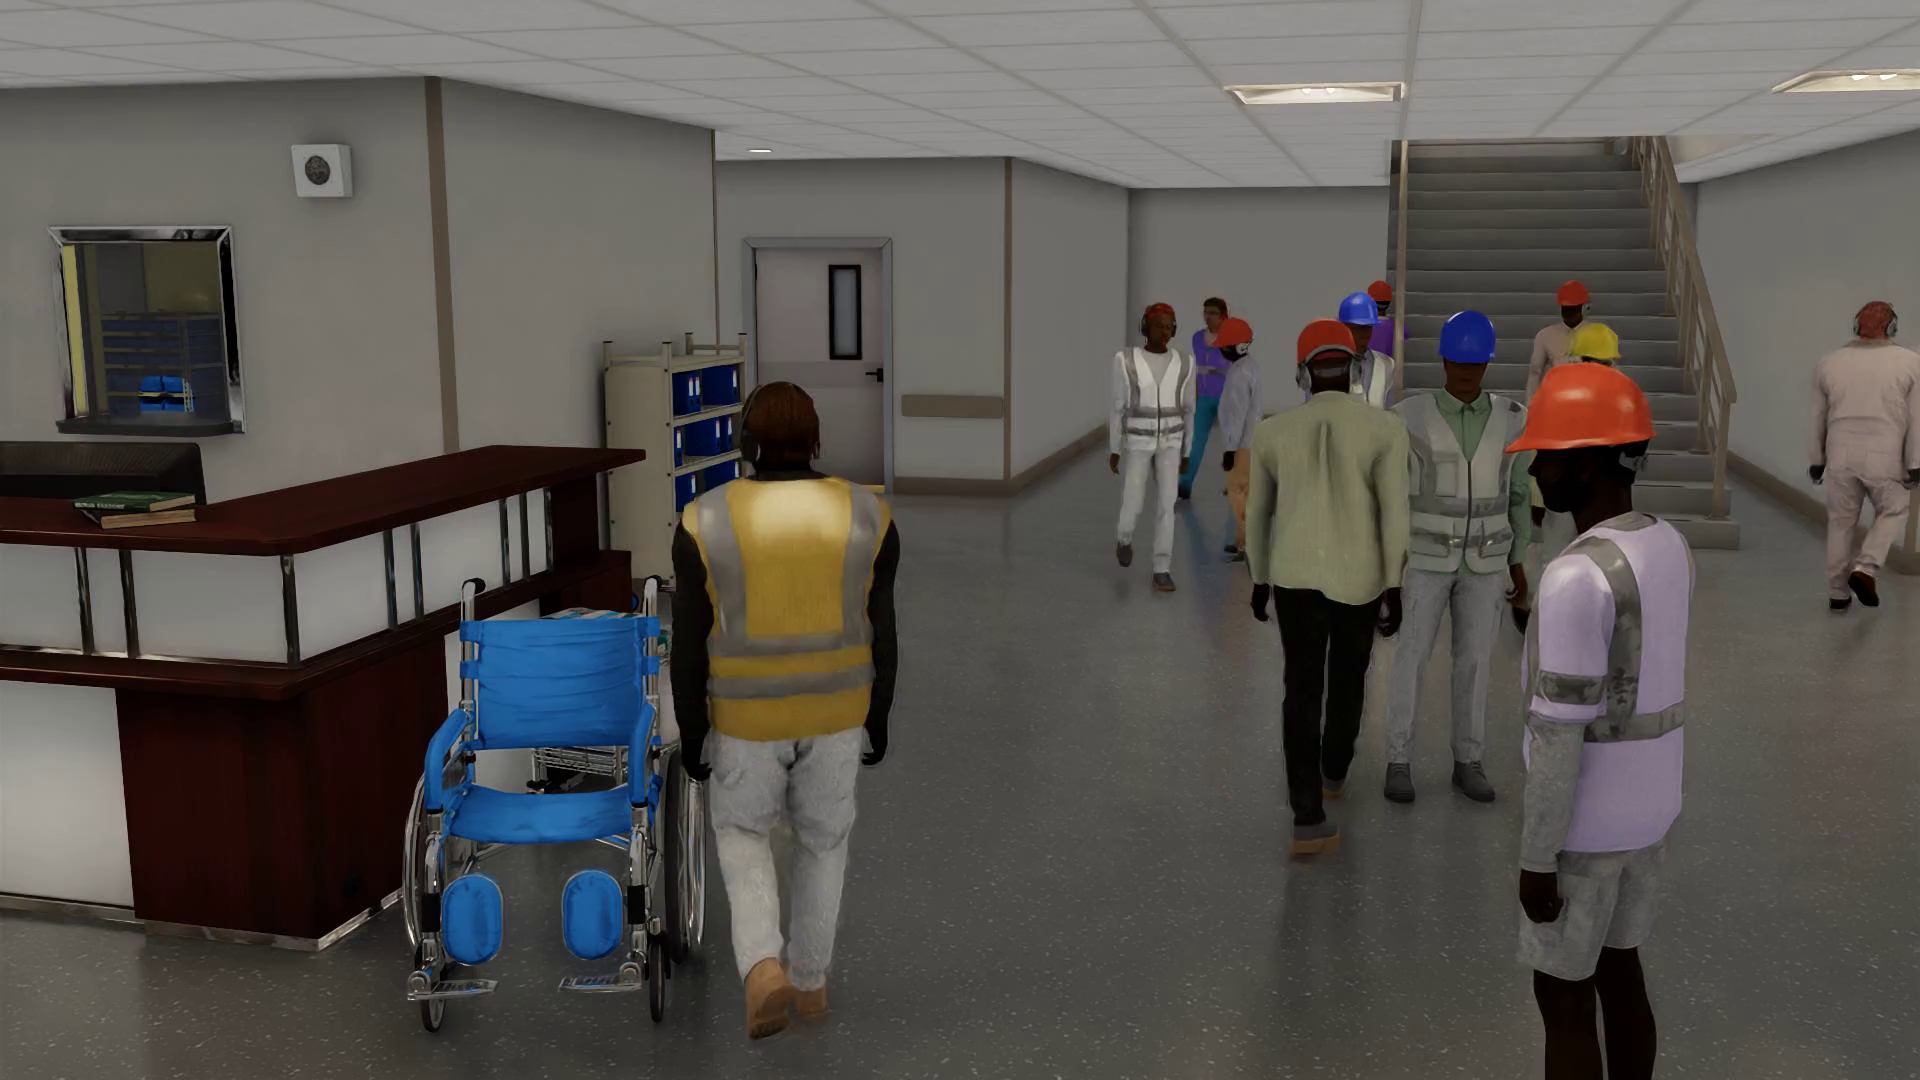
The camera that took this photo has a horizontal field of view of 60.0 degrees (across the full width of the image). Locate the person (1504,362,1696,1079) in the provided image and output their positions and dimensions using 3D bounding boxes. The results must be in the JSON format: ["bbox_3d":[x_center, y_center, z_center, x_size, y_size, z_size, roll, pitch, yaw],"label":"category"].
[{"bbox_3d":[1.347,0.582,3.623,0.390,1.929,0.545,9,13,44],"label":"person"}]

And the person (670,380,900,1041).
[{"bbox_3d":[-0.465,0.483,4.532,0.626,1.828,0.569,-2,10,-13],"label":"person"}]

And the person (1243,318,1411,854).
[{"bbox_3d":[1.369,0.141,6.256,0.625,1.906,1.063,3,10,17],"label":"person"}]

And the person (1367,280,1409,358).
[{"bbox_3d":[3.787,-1.380,15.125,0.545,1.942,0.349,2,10,9],"label":"person"}]

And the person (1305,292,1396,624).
[{"bbox_3d":[2.274,-0.460,9.691,0.614,1.947,0.389,-4,10,-21],"label":"person"}]

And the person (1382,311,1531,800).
[{"bbox_3d":[1.944,0.074,6.555,0.615,1.942,0.407,0,10,0],"label":"person"}]

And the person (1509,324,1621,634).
[{"bbox_3d":[3.348,-0.278,9.061,0.600,1.807,0.808,-2,10,-13],"label":"person"}]

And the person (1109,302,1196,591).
[{"bbox_3d":[1.240,-0.621,10.888,0.593,1.866,0.680,-2,10,-9],"label":"person"}]

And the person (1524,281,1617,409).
[{"bbox_3d":[4.815,-1.050,13.134,0.686,1.957,0.843,6,11,30],"label":"person"}]

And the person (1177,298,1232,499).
[{"bbox_3d":[2.263,-1.257,14.856,0.970,1.786,0.601,-9,13,-44],"label":"person"}]

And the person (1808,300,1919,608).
[{"bbox_3d":[5.507,-0.504,10.110,0.659,1.889,0.425,9,13,43],"label":"person"}]

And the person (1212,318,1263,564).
[{"bbox_3d":[1.966,-0.704,11.825,0.348,1.714,0.640,3,10,15],"label":"person"}]
